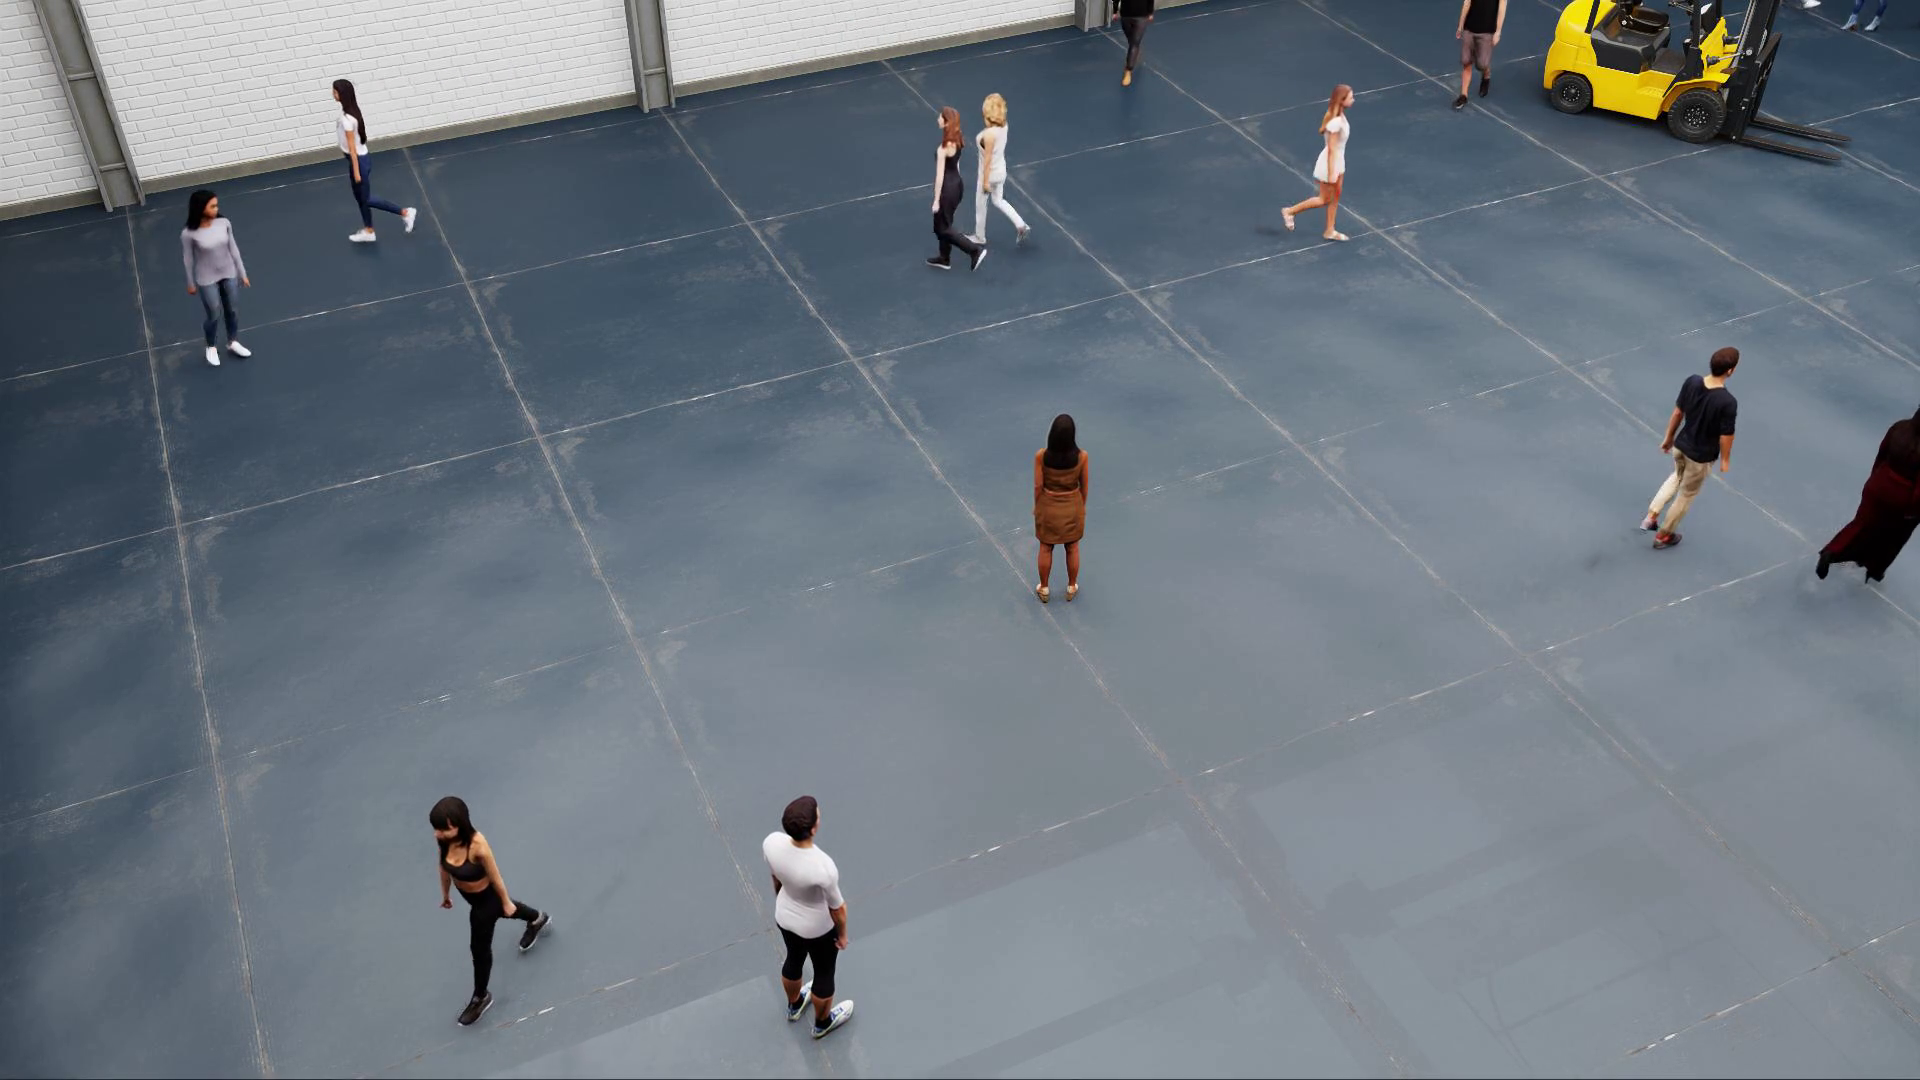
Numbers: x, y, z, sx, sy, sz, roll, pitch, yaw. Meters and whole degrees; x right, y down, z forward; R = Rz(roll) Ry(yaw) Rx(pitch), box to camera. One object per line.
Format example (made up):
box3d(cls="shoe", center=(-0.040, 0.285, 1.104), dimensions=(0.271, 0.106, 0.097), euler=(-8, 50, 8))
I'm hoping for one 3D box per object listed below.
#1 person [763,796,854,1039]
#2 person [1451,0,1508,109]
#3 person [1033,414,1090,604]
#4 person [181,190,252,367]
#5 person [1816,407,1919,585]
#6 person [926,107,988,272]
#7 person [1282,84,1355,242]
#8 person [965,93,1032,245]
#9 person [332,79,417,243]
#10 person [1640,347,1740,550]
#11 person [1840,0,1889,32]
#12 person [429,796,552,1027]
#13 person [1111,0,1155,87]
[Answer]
box3d(cls="person", center=(-0.874, 2.131, 9.398), dimensions=(0.742, 1.848, 0.759), euler=(21, 43, 24))
box3d(cls="person", center=(6.182, -6.051, 19.641), dimensions=(0.897, 1.850, 1.024), euler=(27, 46, 30))
box3d(cls="person", center=(0.750, -0.226, 12.475), dimensions=(0.564, 1.690, 0.686), euler=(-1, 39, -2))
box3d(cls="person", center=(-6.839, -2.399, 15.184), dimensions=(0.728, 1.705, 0.861), euler=(-23, 44, -26))
box3d(cls="person", center=(6.992, -0.301, 12.529), dimensions=(0.919, 1.739, 0.661), euler=(-17, 42, -20))
box3d(cls="person", center=(-0.034, -3.420, 16.439), dimensions=(0.995, 1.734, 0.939), euler=(14, 41, 17))
box3d(cls="person", center=(3.713, -3.845, 17.013), dimensions=(1.005, 1.682, 0.941), euler=(12, 40, 14))
box3d(cls="person", center=(0.391, -3.721, 16.883), dimensions=(0.991, 1.650, 0.983), euler=(16, 41, 20))
box3d(cls="person", center=(-6.029, -3.831, 16.934), dimensions=(0.995, 1.759, 0.709), euler=(-9, 40, -11))
box3d(cls="person", center=(5.644, -0.668, 12.907), dimensions=(0.622, 1.842, 0.632), euler=(-17, 42, -20))
box3d(cls="person", center=(11.985, -7.326, 21.438), dimensions=(0.838, 1.600, 0.669), euler=(-10, 40, -12))
box3d(cls="person", center=(-2.745, 2.016, 9.737), dimensions=(0.968, 1.604, 1.146), euler=(21, 43, 25))
box3d(cls="person", center=(2.154, -6.492, 20.336), dimensions=(1.169, 1.672, 1.255), euler=(16, 41, 19))
